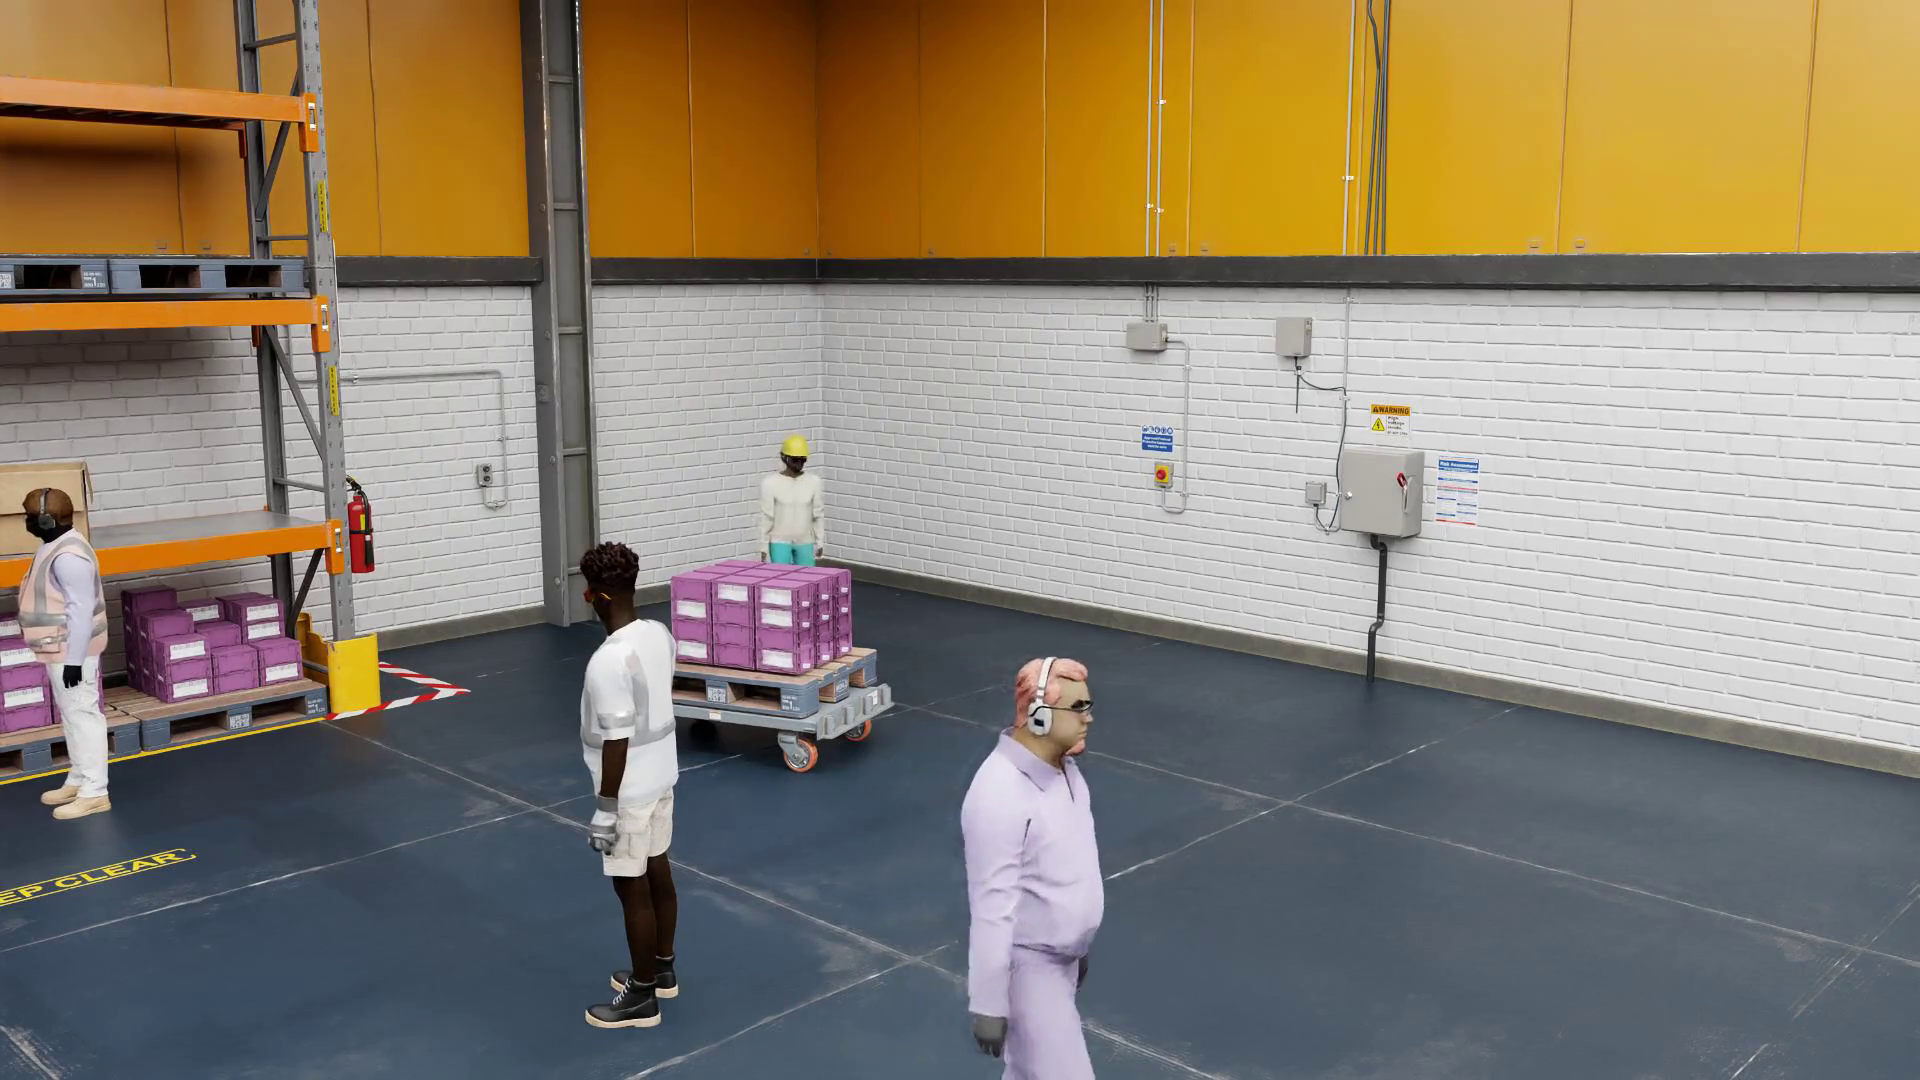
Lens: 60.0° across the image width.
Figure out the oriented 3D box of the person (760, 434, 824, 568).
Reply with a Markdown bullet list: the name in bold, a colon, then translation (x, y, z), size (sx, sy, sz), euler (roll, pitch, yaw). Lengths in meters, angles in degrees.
- **person**: translation (-1.357, 0.008, 13.281), size (0.550, 1.746, 0.558), euler (-4, 10, -23)

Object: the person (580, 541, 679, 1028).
- **person**: translation (-1.330, 0.976, 6.682), size (0.372, 1.962, 0.603), euler (2, 9, 11)

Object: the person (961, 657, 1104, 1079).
- **person**: translation (0.256, 1.281, 5.021), size (0.465, 1.887, 0.685), euler (3, 10, 19)

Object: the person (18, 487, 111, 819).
- **person**: translation (-4.972, 0.620, 9.244), size (0.430, 1.841, 0.623), euler (-6, 11, -35)
